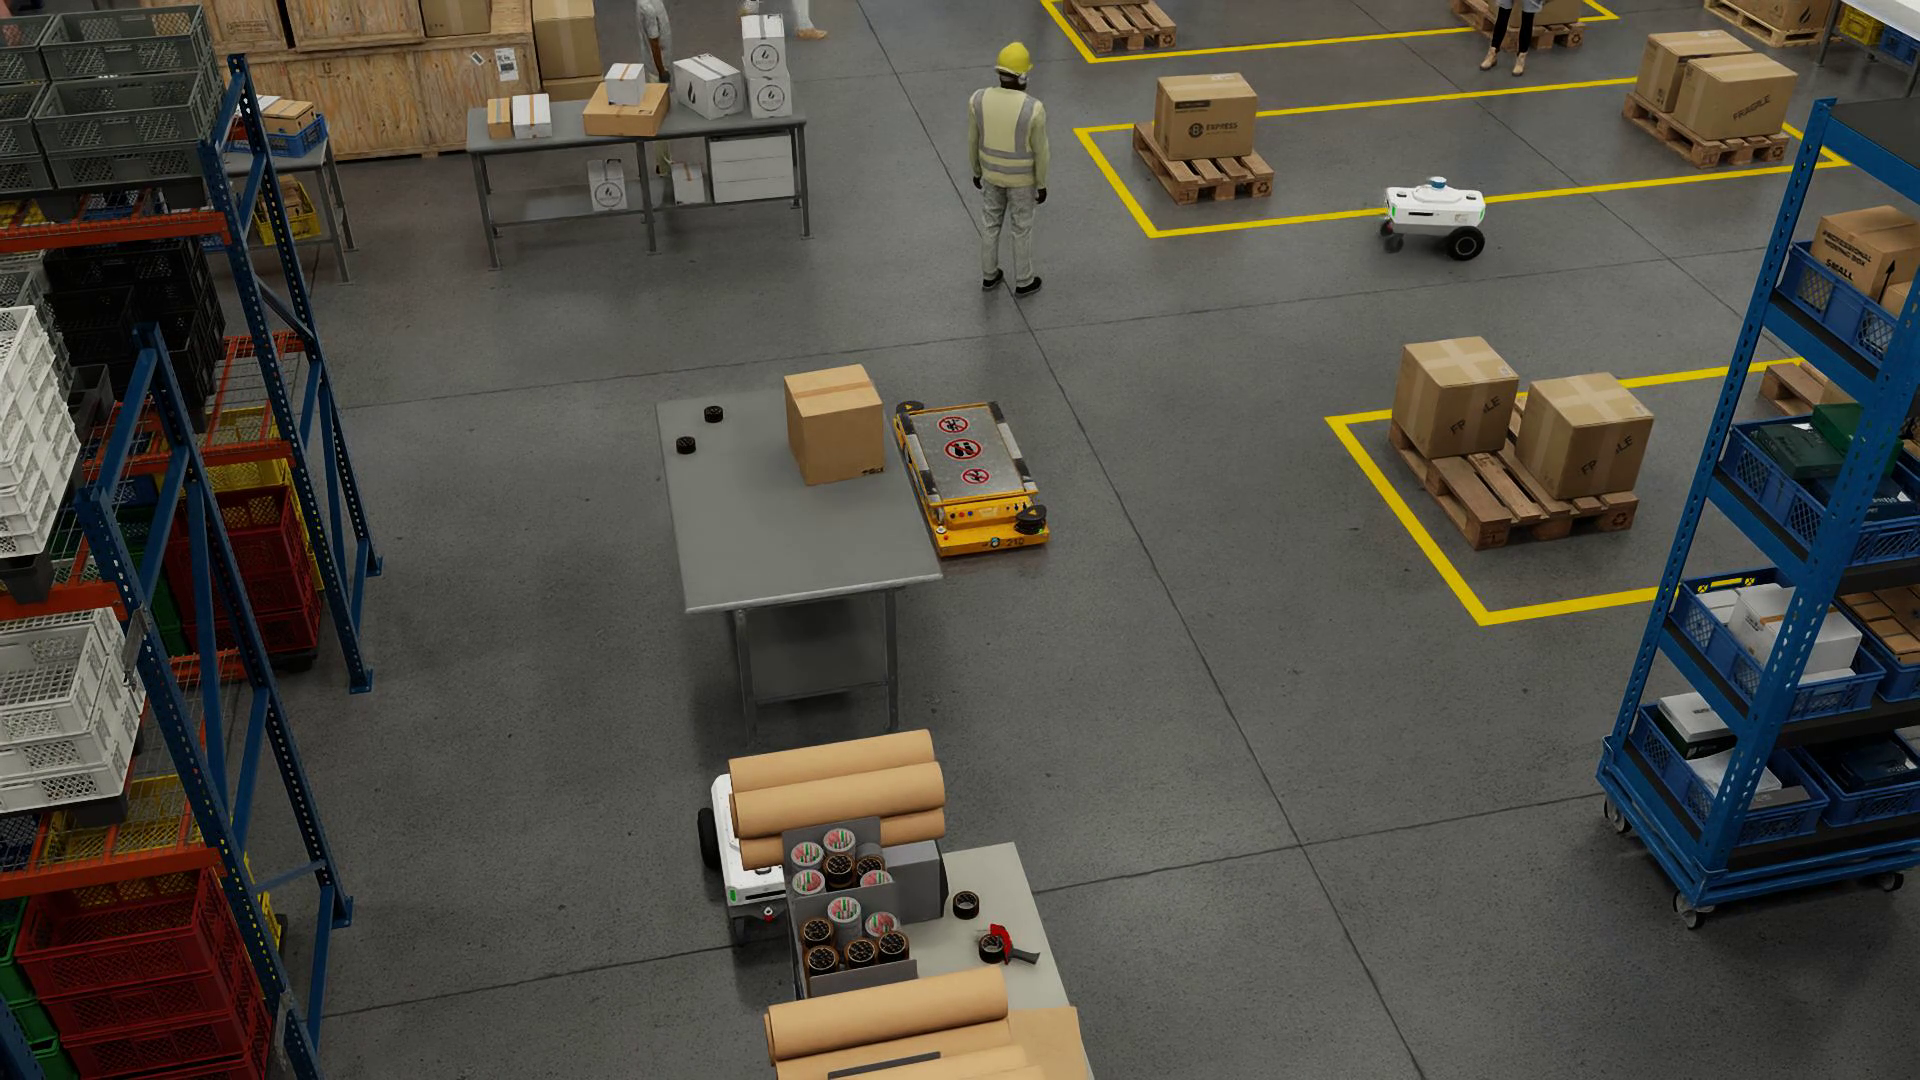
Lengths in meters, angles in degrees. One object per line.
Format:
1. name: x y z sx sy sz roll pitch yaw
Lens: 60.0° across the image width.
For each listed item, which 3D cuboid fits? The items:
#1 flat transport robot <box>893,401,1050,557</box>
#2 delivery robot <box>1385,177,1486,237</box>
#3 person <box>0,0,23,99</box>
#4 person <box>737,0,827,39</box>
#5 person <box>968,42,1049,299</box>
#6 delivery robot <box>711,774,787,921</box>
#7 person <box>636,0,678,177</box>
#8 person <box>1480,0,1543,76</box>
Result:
1. flat transport robot: 0.046 -0.430 10.108 0.652 0.197 1.431 -8 37 -10
2. delivery robot: 3.586 -2.508 12.589 0.707 0.478 0.477 3 37 4
3. person: -7.682 -3.833 13.318 0.410 1.913 0.643 -8 37 -10
4. person: -1.771 -5.738 15.979 0.849 1.805 0.662 -3 37 -4
5. person: 0.356 -2.591 11.716 0.601 1.827 0.403 17 40 22
6. delivery robot: -0.905 1.343 7.414 0.477 0.478 0.707 -8 37 -10
7. person: -2.363 -3.737 13.219 0.328 1.877 0.513 -8 37 -10
8. person: 5.155 -5.121 15.230 0.532 1.693 0.319 20 41 25
